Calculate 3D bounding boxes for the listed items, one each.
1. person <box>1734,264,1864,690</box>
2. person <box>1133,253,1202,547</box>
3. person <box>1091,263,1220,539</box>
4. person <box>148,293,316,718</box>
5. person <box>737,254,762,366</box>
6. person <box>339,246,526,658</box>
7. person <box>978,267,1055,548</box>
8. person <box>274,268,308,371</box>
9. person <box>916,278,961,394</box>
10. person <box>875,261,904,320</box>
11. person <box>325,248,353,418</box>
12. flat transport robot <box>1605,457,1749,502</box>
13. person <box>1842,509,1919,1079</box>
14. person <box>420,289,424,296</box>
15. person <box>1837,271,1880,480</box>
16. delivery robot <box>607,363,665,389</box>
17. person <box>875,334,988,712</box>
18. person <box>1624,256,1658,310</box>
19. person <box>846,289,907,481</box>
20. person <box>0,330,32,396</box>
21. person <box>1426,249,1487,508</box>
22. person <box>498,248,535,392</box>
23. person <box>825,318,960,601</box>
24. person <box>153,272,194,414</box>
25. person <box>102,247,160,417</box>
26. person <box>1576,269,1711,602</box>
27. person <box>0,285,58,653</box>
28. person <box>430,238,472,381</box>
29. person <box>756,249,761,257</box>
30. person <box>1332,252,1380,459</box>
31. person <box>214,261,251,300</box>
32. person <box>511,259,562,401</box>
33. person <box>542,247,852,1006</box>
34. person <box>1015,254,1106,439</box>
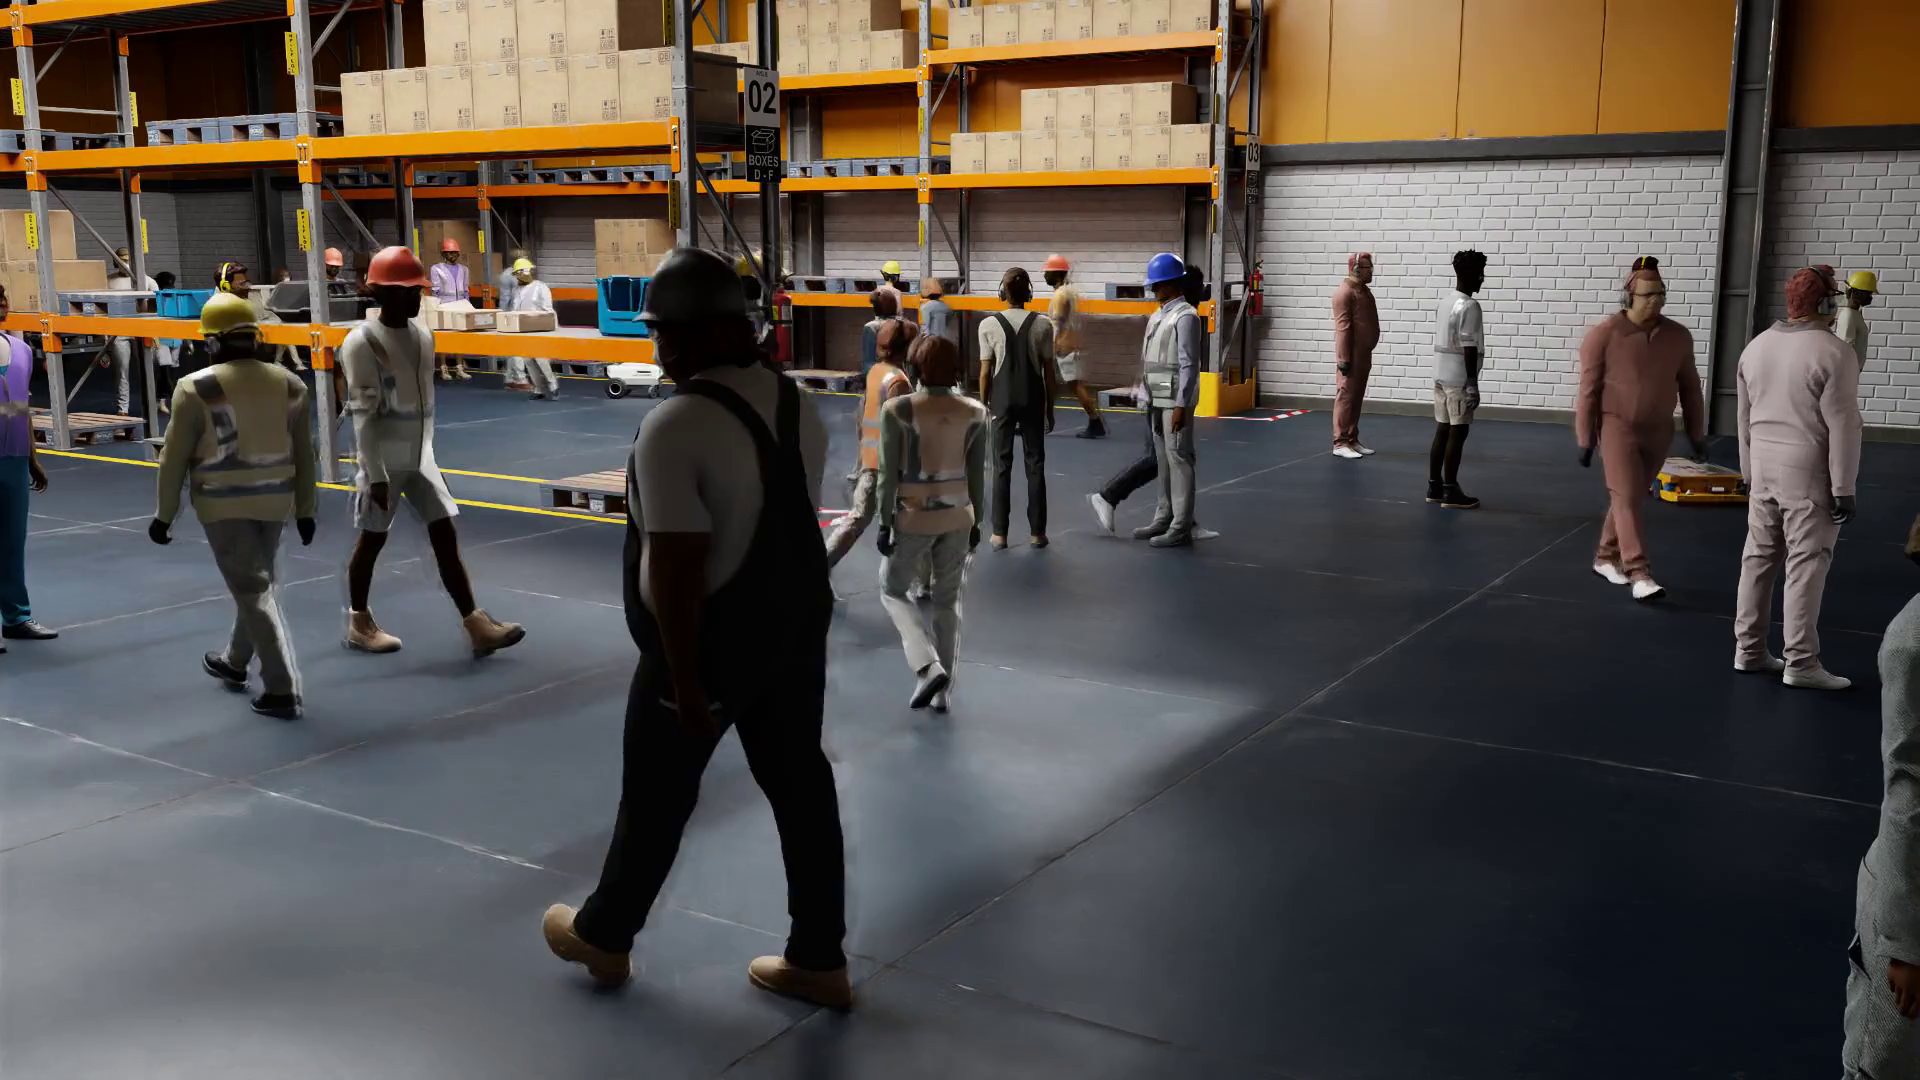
[{"bbox_3d":[3.822,-0.283,7.558,0.410,1.913,0.643,-3,11,-18],"label":"person"},{"bbox_3d":[1.389,-0.923,11.029,0.402,1.938,0.604,-2,10,-11],"label":"person"},{"bbox_3d":[1.332,-0.931,11.258,0.813,1.883,0.600,1,10,7],"label":"person"},{"bbox_3d":[-3.160,-0.156,7.166,0.889,1.787,0.607,6,12,32],"label":"person"},{"bbox_3d":[-1.653,-1.324,13.318,0.411,1.910,0.596,9,13,40],"label":"person"},{"bbox_3d":[-2.618,-0.392,7.947,1.054,1.982,0.630,4,11,23],"label":"person"},{"bbox_3d":[0.374,-0.860,10.934,0.507,1.847,0.344,0,10,1],"label":"person"},{"bbox_3d":[-10.530,-3.450,26.002,0.841,1.589,0.512,5,11,27],"label":"person"},{"bbox_3d":[-0.285,-2.252,19.388,0.869,1.584,0.511,9,14,41],"label":"person"},{"bbox_3d":[-0.847,-2.543,20.484,0.313,1.768,0.528,-7,13,-36],"label":"person"},{"bbox_3d":[-7.128,-2.351,18.957,0.376,1.933,0.545,5,12,28],"label":"person"},{"bbox_3d":[5.752,-0.496,13.281,0.652,0.197,1.431,0,10,0],"label":"flat transport robot"},{"bbox_3d":[1.732,0.646,2.875,0.484,1.745,0.298,-9,13,-40],"label":"person"},{"bbox_3d":[-7.717,-3.004,23.295,0.367,1.676,0.535,3,11,17],"label":"person"},{"bbox_3d":[7.558,-1.392,14.121,0.325,1.762,0.524,6,12,29],"label":"person"},{"bbox_3d":[-4.153,-2.144,21.366,0.707,0.478,0.477,0,10,-1],"label":"delivery robot"},{"bbox_3d":[-0.119,-0.058,7.068,0.520,1.627,0.391,-5,11,-25],"label":"person"},{"bbox_3d":[6.400,-1.731,15.692,0.327,1.874,0.518,4,11,23],"label":"person"},{"bbox_3d":[-0.682,-1.261,13.768,0.669,1.614,0.547,10,14,43],"label":"person"},{"bbox_3d":[-12.328,-2.836,21.473,0.609,1.996,0.379,-9,14,-41],"label":"person"},{"bbox_3d":[3.788,-1.222,12.650,0.371,1.958,0.598,-1,10,-4],"label":"person"},{"bbox_3d":[-5.897,-2.953,22.335,0.638,1.909,0.645,2,11,14],"label":"person"},{"bbox_3d":[-0.459,-0.438,9.277,0.853,1.600,0.511,-4,11,-22],"label":"person"},{"bbox_3d":[-9.078,-2.252,19.152,0.878,1.648,0.545,6,12,29],"label":"person"},{"bbox_3d":[-9.219,-2.271,18.497,0.631,1.940,0.372,-4,11,-21],"label":"person"},{"bbox_3d":[3.879,-0.600,9.463,0.658,1.853,0.986,-1,10,-8],"label":"person"},{"bbox_3d":[-4.816,-0.374,8.248,0.377,1.841,0.567,3,11,17],"label":"person"},{"bbox_3d":[-7.335,-3.327,24.053,0.379,2.045,0.605,9,14,42],"label":"person"},{"bbox_3d":[-2.132,-2.249,18.380,0.356,1.938,0.543,-2,11,-13],"label":"person"},{"bbox_3d":[3.710,-1.724,15.556,0.409,1.906,0.651,6,12,32],"label":"person"},{"bbox_3d":[-5.188,-1.054,11.943,0.332,1.872,0.514,-2,10,-8],"label":"person"},{"bbox_3d":[-5.358,-2.617,20.859,0.681,1.788,0.410,6,12,30],"label":"person"},{"bbox_3d":[-0.695,0.215,4.439,0.953,2.000,0.699,7,12,34],"label":"person"},{"bbox_3d":[1.026,-1.967,16.988,1.036,1.884,0.559,1,10,5],"label":"person"}]
